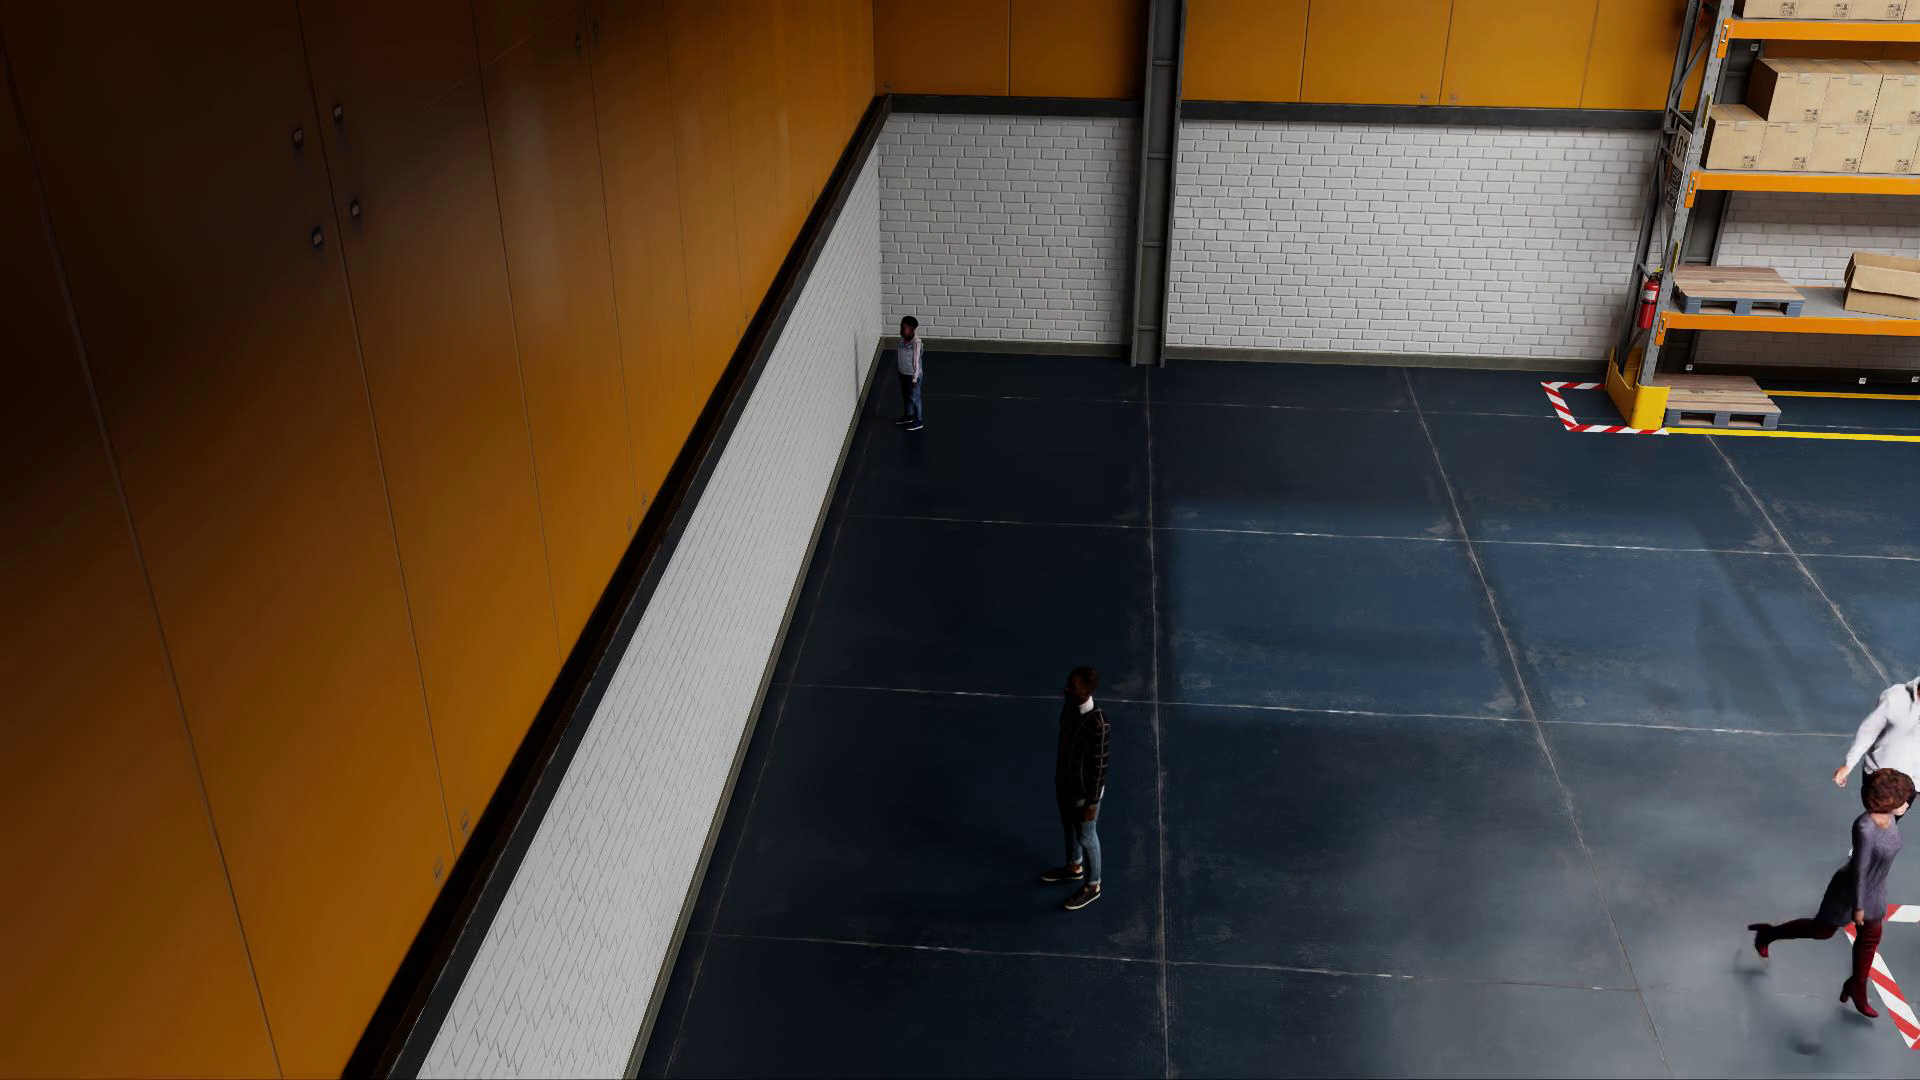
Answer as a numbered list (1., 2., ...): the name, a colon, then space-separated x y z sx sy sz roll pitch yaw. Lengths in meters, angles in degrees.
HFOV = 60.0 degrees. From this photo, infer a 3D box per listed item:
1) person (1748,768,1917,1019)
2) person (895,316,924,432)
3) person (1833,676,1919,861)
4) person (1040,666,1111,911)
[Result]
1. person: 5.406 2.121 10.197 1.056 1.682 1.070 -19 34 -31
2. person: -0.528 -1.812 17.848 0.623 1.259 0.566 -20 34 -32
3. person: 6.269 1.512 11.127 1.276 1.860 1.268 -25 37 -38
4. person: 0.806 1.602 11.002 0.737 1.821 0.745 -12 31 -21
